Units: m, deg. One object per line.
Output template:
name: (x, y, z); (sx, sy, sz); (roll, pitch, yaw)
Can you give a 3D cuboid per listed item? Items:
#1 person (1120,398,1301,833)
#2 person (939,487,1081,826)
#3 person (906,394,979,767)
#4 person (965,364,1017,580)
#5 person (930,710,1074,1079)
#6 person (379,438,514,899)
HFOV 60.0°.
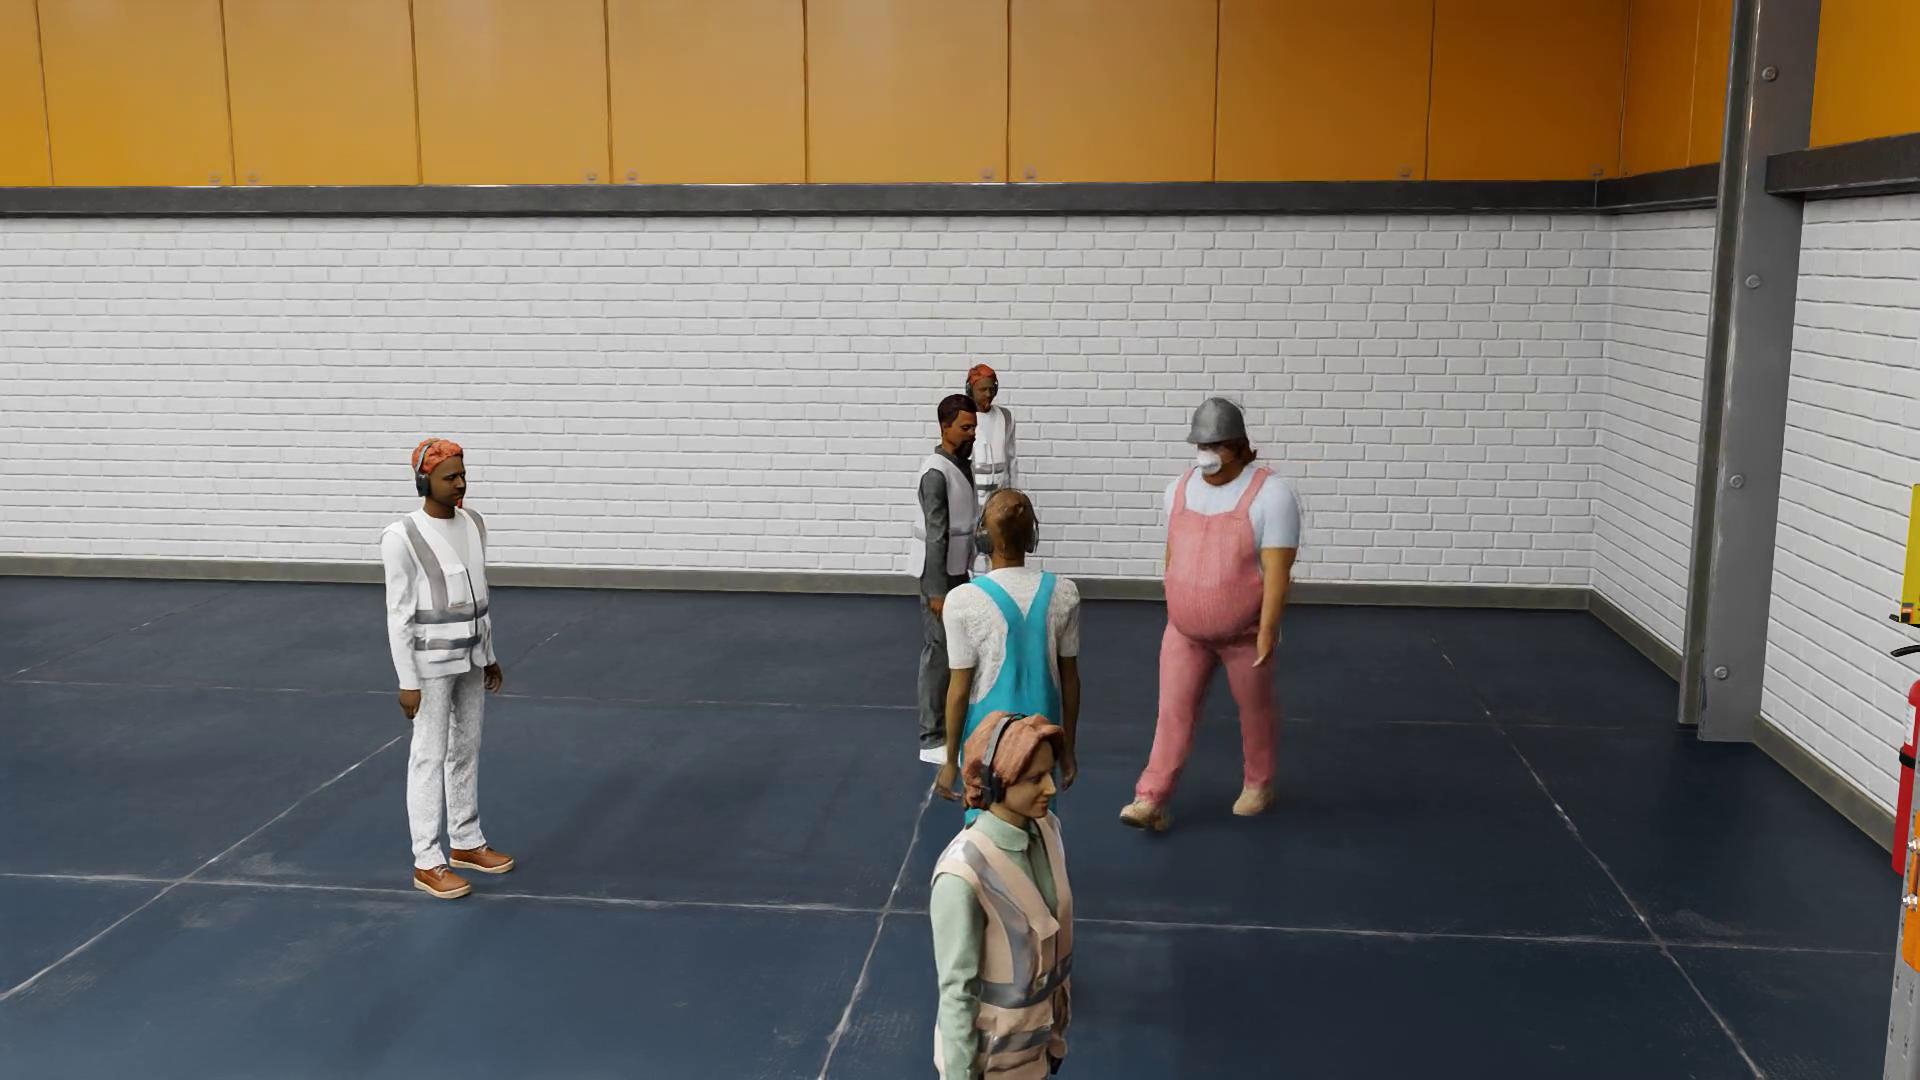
person: (1.161, 0.325, 7.551); (0.691, 2.000, 1.024); (6, 12, 32)
person: (0.175, 0.733, 5.776); (0.515, 1.843, 0.326); (-4, 11, -23)
person: (-0.070, 0.196, 8.645); (0.397, 1.917, 0.590); (2, 10, 13)
person: (0.145, -0.269, 11.433); (0.583, 1.876, 0.365); (-6, 11, -30)
person: (0.097, 1.183, 3.790); (0.310, 1.638, 0.523); (5, 11, 26)
person: (-2.120, 0.518, 6.895); (0.349, 1.882, 0.584); (4, 11, 21)
